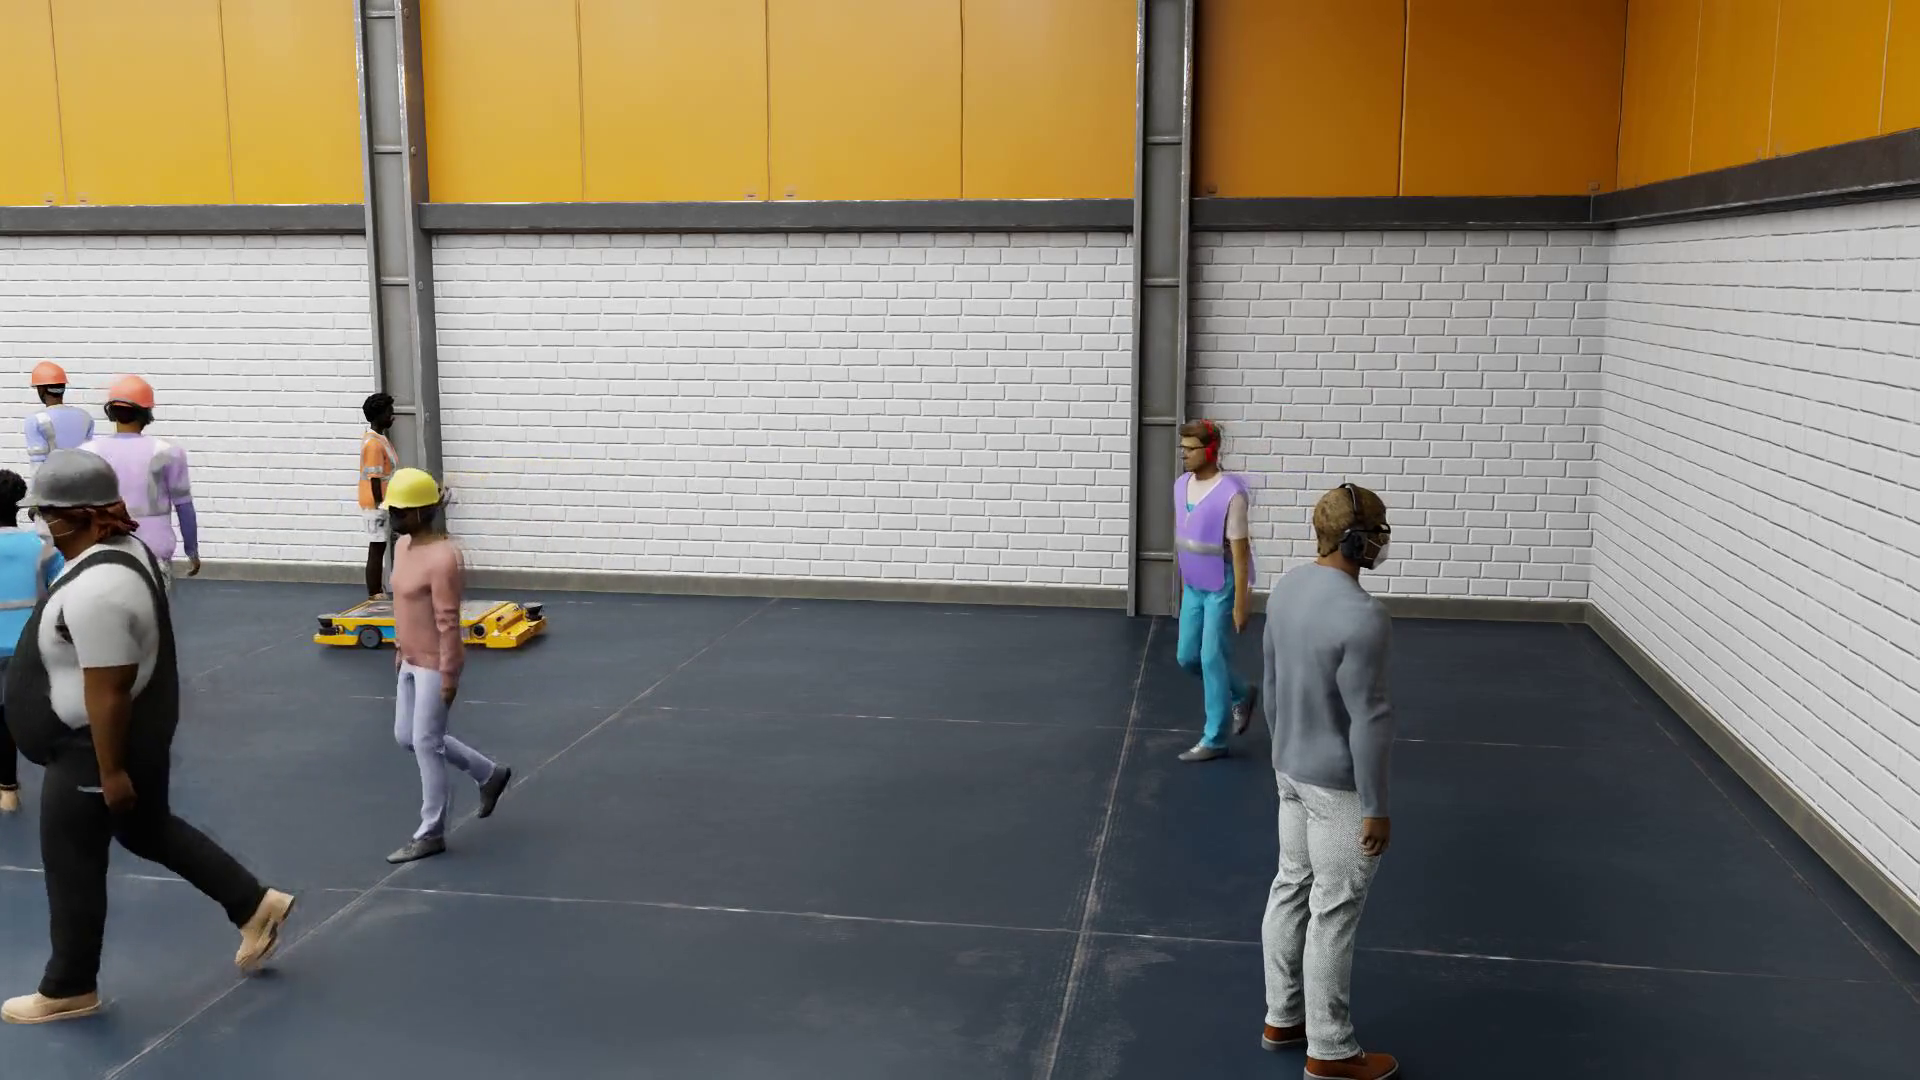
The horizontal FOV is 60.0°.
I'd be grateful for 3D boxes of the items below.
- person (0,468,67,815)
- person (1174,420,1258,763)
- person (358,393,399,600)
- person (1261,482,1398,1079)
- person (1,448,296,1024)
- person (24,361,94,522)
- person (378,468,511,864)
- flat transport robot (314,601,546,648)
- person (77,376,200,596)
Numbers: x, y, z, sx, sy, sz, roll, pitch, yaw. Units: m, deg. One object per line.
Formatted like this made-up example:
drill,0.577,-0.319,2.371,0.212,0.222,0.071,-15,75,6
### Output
person,-4.447,0.506,7.843,0.540,1.685,0.536,-6,11,-33
person,1.407,0.264,8.871,0.571,1.829,0.587,-5,10,-27
person,-4.380,-0.266,12.572,0.319,1.690,0.531,-3,10,-16
person,1.194,0.777,5.367,0.353,1.937,0.635,-3,10,-17
person,-2.905,0.647,5.855,0.876,2.000,0.676,-2,9,-13
person,-6.681,-0.353,12.346,0.357,1.934,0.551,4,10,21
person,-2.313,0.537,7.409,0.555,1.749,0.542,-7,12,-38
flat transport robot,-3.717,0.580,11.712,1.431,0.197,0.652,1,9,4
person,-4.806,0.035,9.788,0.615,1.983,1.048,-2,9,-10
